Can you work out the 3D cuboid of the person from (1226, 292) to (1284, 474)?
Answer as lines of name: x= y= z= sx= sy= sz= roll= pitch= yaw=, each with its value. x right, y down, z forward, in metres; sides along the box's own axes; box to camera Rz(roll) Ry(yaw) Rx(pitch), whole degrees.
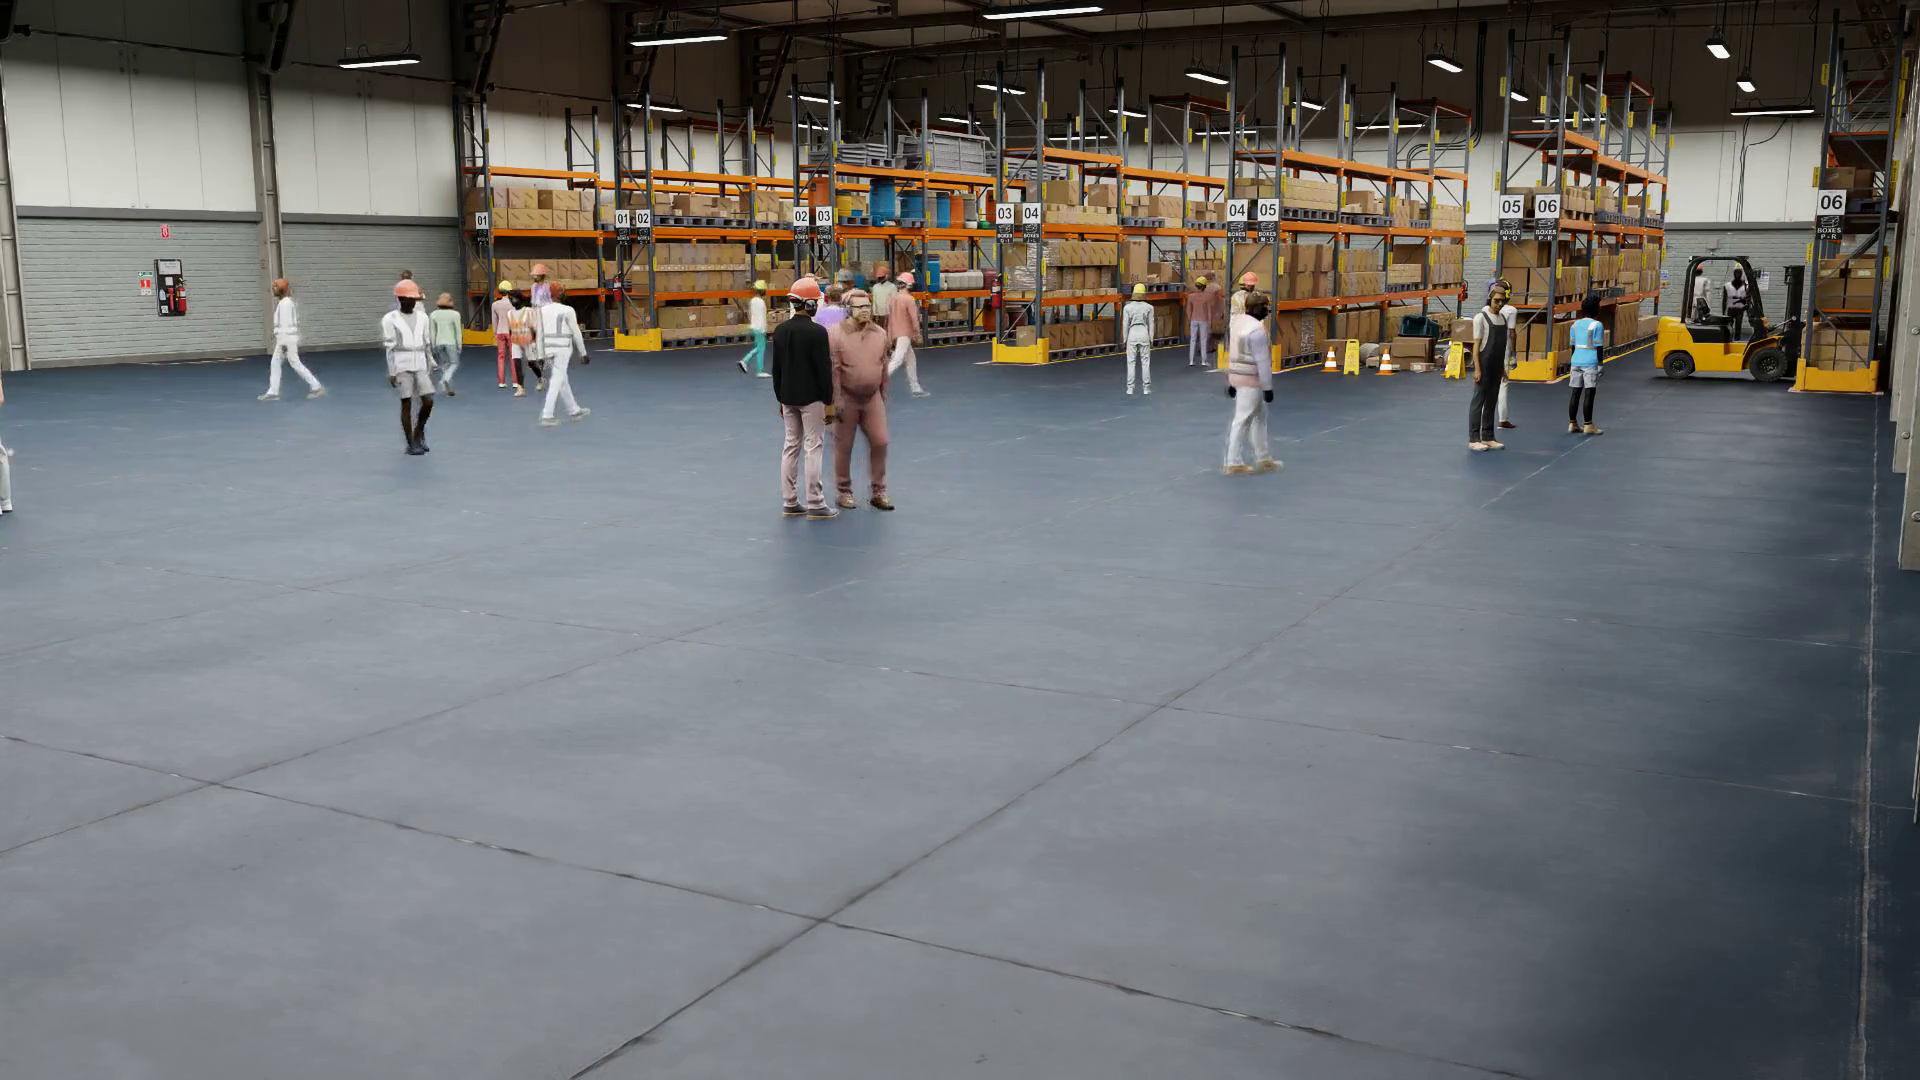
person: x=3.011 y=-1.553 z=16.573 sx=0.788 sy=1.817 sz=0.660 roll=-2 pitch=10 yaw=-9

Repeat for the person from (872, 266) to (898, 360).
person: x=-1.566 y=-4.707 z=34.644 sx=0.619 sy=1.963 sz=0.511 roll=7 pitch=12 yaw=35

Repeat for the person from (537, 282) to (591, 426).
person: x=-5.138 y=-2.406 z=21.522 sx=0.595 sy=1.827 sz=1.002 roll=6 pitch=11 yaw=31

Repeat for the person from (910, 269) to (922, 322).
person: x=-1.227 y=-6.288 z=44.260 sx=0.592 sy=1.833 sz=0.404 roll=7 pitch=12 yaw=35

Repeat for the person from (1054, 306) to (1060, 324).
person: x=3.025 y=-7.894 z=53.397 sx=0.405 sy=1.939 sz=0.551 roll=6 pitch=11 yaw=32

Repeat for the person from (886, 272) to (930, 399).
person: x=-0.937 y=-3.123 z=25.431 sx=1.022 sy=1.950 sz=0.630 roll=-5 pitch=11 yaw=-26

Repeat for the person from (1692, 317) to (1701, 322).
person: x=18.783 y=-5.901 z=42.622 sx=0.547 sy=1.614 sz=0.576 roll=-5 pitch=11 yaw=-29

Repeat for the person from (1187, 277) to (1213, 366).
person: x=4.752 y=-4.314 z=32.902 sx=0.531 sy=1.768 sz=0.311 roll=6 pitch=11 yaw=30

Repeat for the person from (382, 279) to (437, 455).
person: x=-5.997 y=-1.873 z=18.154 sx=0.554 sy=1.919 sz=0.414 roll=-9 pitch=13 yaw=-43

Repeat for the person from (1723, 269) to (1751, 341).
person: x=18.443 y=-5.485 z=39.504 sx=0.601 sy=1.855 sz=1.035 roll=5 pitch=11 yaw=25

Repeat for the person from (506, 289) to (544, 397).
person: x=-6.771 y=-3.075 z=25.918 sx=0.537 sy=1.669 sz=0.705 roll=3 pitch=10 yaw=15

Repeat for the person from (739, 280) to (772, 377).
person: x=-3.651 y=-3.780 z=29.808 sx=0.499 sy=1.754 sz=0.534 roll=-4 pitch=11 yaw=-24

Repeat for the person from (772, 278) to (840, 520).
person: x=-1.279 y=-1.162 z=13.774 sx=0.622 sy=1.993 sz=0.382 roll=8 pitch=12 yaw=38

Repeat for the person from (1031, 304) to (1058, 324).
person: x=1.908 y=-5.204 z=37.633 sx=0.629 sy=1.934 sz=0.359 roll=0 pitch=10 yaw=1

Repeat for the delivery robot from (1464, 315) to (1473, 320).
delivery robot: x=13.871 y=-5.917 z=45.549 sx=0.707 sy=0.478 sz=0.477 roll=-2 pitch=10 yaw=-11

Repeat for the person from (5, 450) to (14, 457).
person: x=-10.522 y=-1.765 z=17.884 sx=0.672 sy=1.801 sz=0.650 roll=-4 pitch=10 yaw=-22

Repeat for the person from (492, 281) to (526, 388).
person: x=-7.458 y=-3.383 z=27.441 sx=0.524 sy=1.772 sz=0.301 roll=2 pitch=10 yaw=13

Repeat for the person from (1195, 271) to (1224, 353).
person: x=5.558 y=-5.091 z=37.190 sx=0.658 sy=1.862 sz=0.981 roll=7 pitch=12 yaw=36

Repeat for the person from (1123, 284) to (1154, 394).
person: x=2.820 y=-3.174 z=26.289 sx=0.491 sy=1.743 sz=0.324 roll=1 pitch=10 yaw=5

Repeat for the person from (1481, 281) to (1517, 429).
person: x=6.823 y=-2.341 z=21.070 sx=0.333 sy=1.865 sz=0.520 roll=-8 pitch=13 yaw=-40

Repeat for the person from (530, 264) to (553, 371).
person: x=-7.893 y=-4.217 z=31.569 sx=0.641 sy=2.029 sz=0.621 roll=9 pitch=13 yaw=43

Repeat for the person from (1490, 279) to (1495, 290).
person: x=14.196 y=-6.243 z=43.818 sx=0.900 sy=1.882 sz=0.580 roll=-5 pitch=11 yaw=-25

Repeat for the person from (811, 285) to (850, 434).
person: x=-1.587 y=-2.217 z=20.453 sx=0.577 sy=1.815 sz=0.776 roll=-4 pitch=10 yaw=-21

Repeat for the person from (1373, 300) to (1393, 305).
person: x=11.423 y=-6.449 z=45.051 sx=0.600 sy=1.878 sz=0.949 roll=6 pitch=11 yaw=31

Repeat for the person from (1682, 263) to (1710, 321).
person: x=18.160 y=-5.830 z=41.052 sx=0.619 sy=2.025 sz=0.706 roll=3 pitch=10 yaw=15

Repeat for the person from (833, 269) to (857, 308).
person: x=-1.732 y=-3.237 z=25.793 sx=1.032 sy=2.000 sz=0.692 roll=-6 pitch=11 yaw=-32

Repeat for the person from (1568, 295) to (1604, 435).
person: x=7.674 y=-2.135 z=20.346 sx=0.319 sy=1.696 sz=0.532 roll=-4 pitch=10 yaw=-21

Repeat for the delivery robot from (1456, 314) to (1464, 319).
delivery robot: x=13.864 y=-6.014 z=46.121 sx=0.477 sy=0.478 sz=0.707 roll=-4 pitch=10 yaw=-20

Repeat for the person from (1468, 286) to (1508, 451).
person: x=5.954 y=-1.922 z=18.679 sx=0.507 sy=1.840 sz=0.344 roll=-6 pitch=11 yaw=-32

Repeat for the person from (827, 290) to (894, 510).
person: x=-0.843 y=-1.179 z=14.220 sx=0.652 sy=1.885 sz=0.740 roll=-5 pitch=11 yaw=-28

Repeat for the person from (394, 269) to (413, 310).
person: x=-11.749 y=-4.768 z=35.185 sx=0.645 sy=1.905 sz=0.985 roll=8 pitch=13 yaw=39

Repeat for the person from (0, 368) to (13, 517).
person: x=-8.188 y=-1.146 z=13.872 sx=0.354 sy=1.929 sz=0.594 roll=-1 pitch=10 yaw=-8

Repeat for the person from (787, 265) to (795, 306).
person: x=-4.585 y=-6.797 z=46.922 sx=0.603 sy=1.950 sz=0.503 roll=9 pitch=13 yaw=42

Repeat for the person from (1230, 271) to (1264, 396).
person: x=4.489 y=-3.217 z=25.979 sx=0.544 sy=1.937 sz=0.358 roll=0 pitch=10 yaw=-3

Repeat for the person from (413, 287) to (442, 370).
person: x=-10.329 y=-4.029 z=31.746 sx=0.846 sy=1.590 sz=0.513 roll=-1 pitch=10 yaw=-7

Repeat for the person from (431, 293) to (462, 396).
person: x=-7.947 y=-3.006 z=25.686 sx=0.501 sy=1.619 sz=0.556 roll=2 pitch=10 yaw=10

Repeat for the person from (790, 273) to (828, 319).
person: x=-2.371 y=-3.274 z=26.409 sx=0.648 sy=1.904 sz=0.401 roll=-4 pitch=10 yaw=-21

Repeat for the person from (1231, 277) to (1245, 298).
person: x=5.253 y=-3.967 z=30.684 sx=0.403 sy=1.830 sz=0.591 roll=-6 pitch=12 yaw=-33

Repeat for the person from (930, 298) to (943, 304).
person: x=-0.850 y=-8.486 z=57.855 sx=0.509 sy=1.598 sz=0.696 roll=-3 pitch=10 yaw=-16

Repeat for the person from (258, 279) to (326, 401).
person: x=-10.140 y=-3.030 z=25.161 sx=0.942 sy=1.847 sz=0.584 roll=-5 pitch=11 yaw=-26
